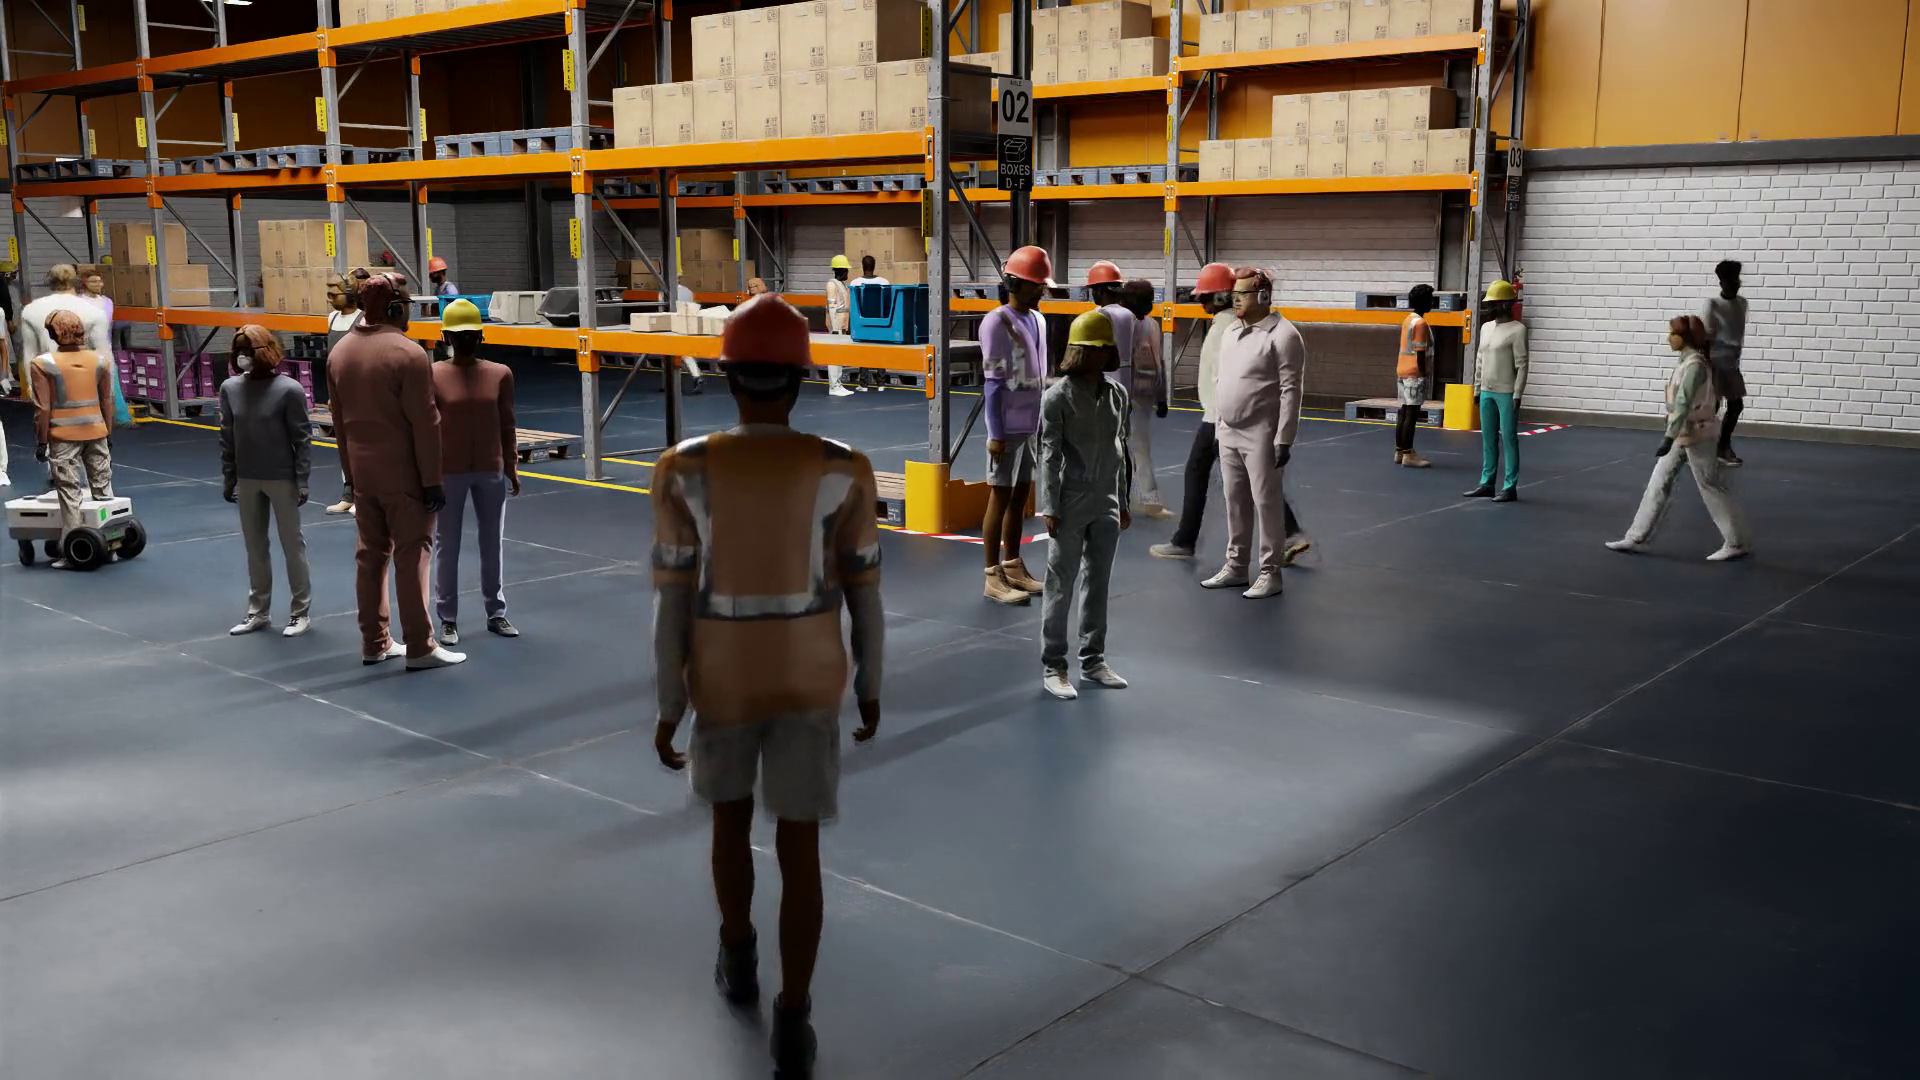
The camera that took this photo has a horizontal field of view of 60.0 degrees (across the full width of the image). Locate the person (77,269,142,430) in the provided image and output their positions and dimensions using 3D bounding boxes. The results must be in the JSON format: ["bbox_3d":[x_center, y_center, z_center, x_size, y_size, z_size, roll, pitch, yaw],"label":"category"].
[{"bbox_3d":[-9.631,-2.108,18.509,0.999,1.796,0.584,4,11,23],"label":"person"}]

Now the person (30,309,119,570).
[{"bbox_3d":[-5.581,-0.629,10.506,0.307,1.641,0.514,6,12,30],"label":"person"}]

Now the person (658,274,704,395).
[{"bbox_3d":[-3.873,-2.888,22.919,0.583,1.801,0.795,-9,13,-41],"label":"person"}]

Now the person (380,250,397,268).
[{"bbox_3d":[-10.265,-4.217,29.964,0.452,1.978,0.612,-7,12,-35],"label":"person"}]

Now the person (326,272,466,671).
[{"bbox_3d":[-2.708,-0.323,8.001,0.645,1.908,0.408,6,11,29],"label":"person"}]

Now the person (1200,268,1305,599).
[{"bbox_3d":[1.683,-0.617,9.676,0.405,1.906,0.653,-6,12,-30],"label":"person"}]

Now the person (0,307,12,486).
[{"bbox_3d":[-8.346,-1.377,14.109,0.511,1.872,0.328,-4,11,-23],"label":"person"}]

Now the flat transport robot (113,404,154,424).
[{"bbox_3d":[-9.971,-1.470,19.189,1.431,0.197,0.652,8,13,39],"label":"flat transport robot"}]

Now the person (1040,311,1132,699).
[{"bbox_3d":[0.585,-0.160,7.540,0.494,1.743,0.309,-7,12,-36],"label":"person"}]

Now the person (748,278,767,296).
[{"bbox_3d":[-2.706,-2.719,22.453,0.292,1.623,0.494,-1,10,-7],"label":"person"}]

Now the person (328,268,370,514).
[{"bbox_3d":[-4.563,-1.144,12.778,0.328,1.873,0.518,9,14,43],"label":"person"}]

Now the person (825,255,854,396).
[{"bbox_3d":[-1.654,-2.940,22.846,0.366,1.927,0.585,2,10,10],"label":"person"}]

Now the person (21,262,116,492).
[{"bbox_3d":[-7.011,-1.220,13.079,0.650,1.913,0.530,-1,10,-6],"label":"person"}]

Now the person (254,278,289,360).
[{"bbox_3d":[-11.393,-3.582,27.462,0.502,1.587,0.855,3,11,18],"label":"person"}]

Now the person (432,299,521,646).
[{"bbox_3d":[-2.518,-0.348,8.546,0.533,1.768,0.310,-7,12,-34],"label":"person"}]

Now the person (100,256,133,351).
[{"bbox_3d":[-12.220,-3.146,24.125,0.560,1.899,0.688,1,10,7],"label":"person"}]

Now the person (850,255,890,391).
[{"bbox_3d":[-1.272,-3.062,23.554,0.593,1.922,0.392,-3,11,-19],"label":"person"}]

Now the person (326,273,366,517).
[{"bbox_3d":[-4.579,-1.086,12.542,0.504,1.839,0.344,6,12,30],"label":"person"}]

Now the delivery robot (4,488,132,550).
[{"bbox_3d":[-5.705,-0.158,10.642,0.707,0.478,0.477,1,10,6],"label":"delivery robot"}]

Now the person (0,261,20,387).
[{"bbox_3d":[-14.025,-3.203,24.143,0.609,1.996,0.383,1,10,8],"label":"person"}]

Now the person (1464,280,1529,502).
[{"bbox_3d":[4.301,-1.186,13.313,0.328,1.767,0.530,-4,11,-23],"label":"person"}]

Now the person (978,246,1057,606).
[{"bbox_3d":[0.351,-0.654,9.527,0.405,2.034,0.609,6,11,30],"label":"person"}]

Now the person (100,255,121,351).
[{"bbox_3d":[-14.179,-3.797,27.780,0.646,1.907,0.401,5,11,26],"label":"person"}]

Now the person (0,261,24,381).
[{"bbox_3d":[-14.417,-3.331,25.342,0.404,1.830,0.601,-4,11,-22],"label":"person"}]

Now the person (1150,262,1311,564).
[{"bbox_3d":[1.773,-0.797,10.627,1.030,1.947,0.646,5,11,28],"label":"person"}]

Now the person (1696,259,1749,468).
[{"bbox_3d":[6.958,-1.599,15.219,0.660,1.921,0.483,-5,11,-27],"label":"person"}]

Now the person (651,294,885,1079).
[{"bbox_3d":[-0.479,0.337,4.251,0.571,1.901,0.859,-1,10,-5],"label":"person"}]

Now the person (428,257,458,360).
[{"bbox_3d":[-6.573,-2.648,21.240,0.454,1.913,0.569,-6,12,-31],"label":"person"}]

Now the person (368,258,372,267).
[{"bbox_3d":[-7.151,-2.449,20.013,0.362,1.939,0.635,9,13,42],"label":"person"}]

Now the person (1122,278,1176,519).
[{"bbox_3d":[1.327,-1.087,12.732,0.900,1.815,0.639,8,13,40],"label":"person"}]

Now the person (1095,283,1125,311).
[{"bbox_3d":[1.742,-2.006,18.052,0.556,1.732,0.481,-3,10,-16],"label":"person"}]

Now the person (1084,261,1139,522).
[{"bbox_3d":[1.061,-1.065,12.169,0.381,1.929,0.538,8,13,39],"label":"person"}]

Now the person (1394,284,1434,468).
[{"bbox_3d":[4.224,-1.523,15.426,0.317,1.697,0.540,0,10,1],"label":"person"}]

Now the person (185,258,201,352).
[{"bbox_3d":[-13.342,-3.943,28.720,0.331,1.871,0.519,-1,10,-4],"label":"person"}]

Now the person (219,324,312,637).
[{"bbox_3d":[-3.614,-0.305,8.673,0.502,1.632,0.277,2,10,12],"label":"person"}]

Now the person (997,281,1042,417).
[{"bbox_3d":[0.641,-1.990,18.129,0.470,1.674,0.551,6,11,29],"label":"person"}]

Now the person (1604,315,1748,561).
[{"bbox_3d":[4.740,-0.656,10.798,0.857,1.591,0.516,2,10,10],"label":"person"}]
